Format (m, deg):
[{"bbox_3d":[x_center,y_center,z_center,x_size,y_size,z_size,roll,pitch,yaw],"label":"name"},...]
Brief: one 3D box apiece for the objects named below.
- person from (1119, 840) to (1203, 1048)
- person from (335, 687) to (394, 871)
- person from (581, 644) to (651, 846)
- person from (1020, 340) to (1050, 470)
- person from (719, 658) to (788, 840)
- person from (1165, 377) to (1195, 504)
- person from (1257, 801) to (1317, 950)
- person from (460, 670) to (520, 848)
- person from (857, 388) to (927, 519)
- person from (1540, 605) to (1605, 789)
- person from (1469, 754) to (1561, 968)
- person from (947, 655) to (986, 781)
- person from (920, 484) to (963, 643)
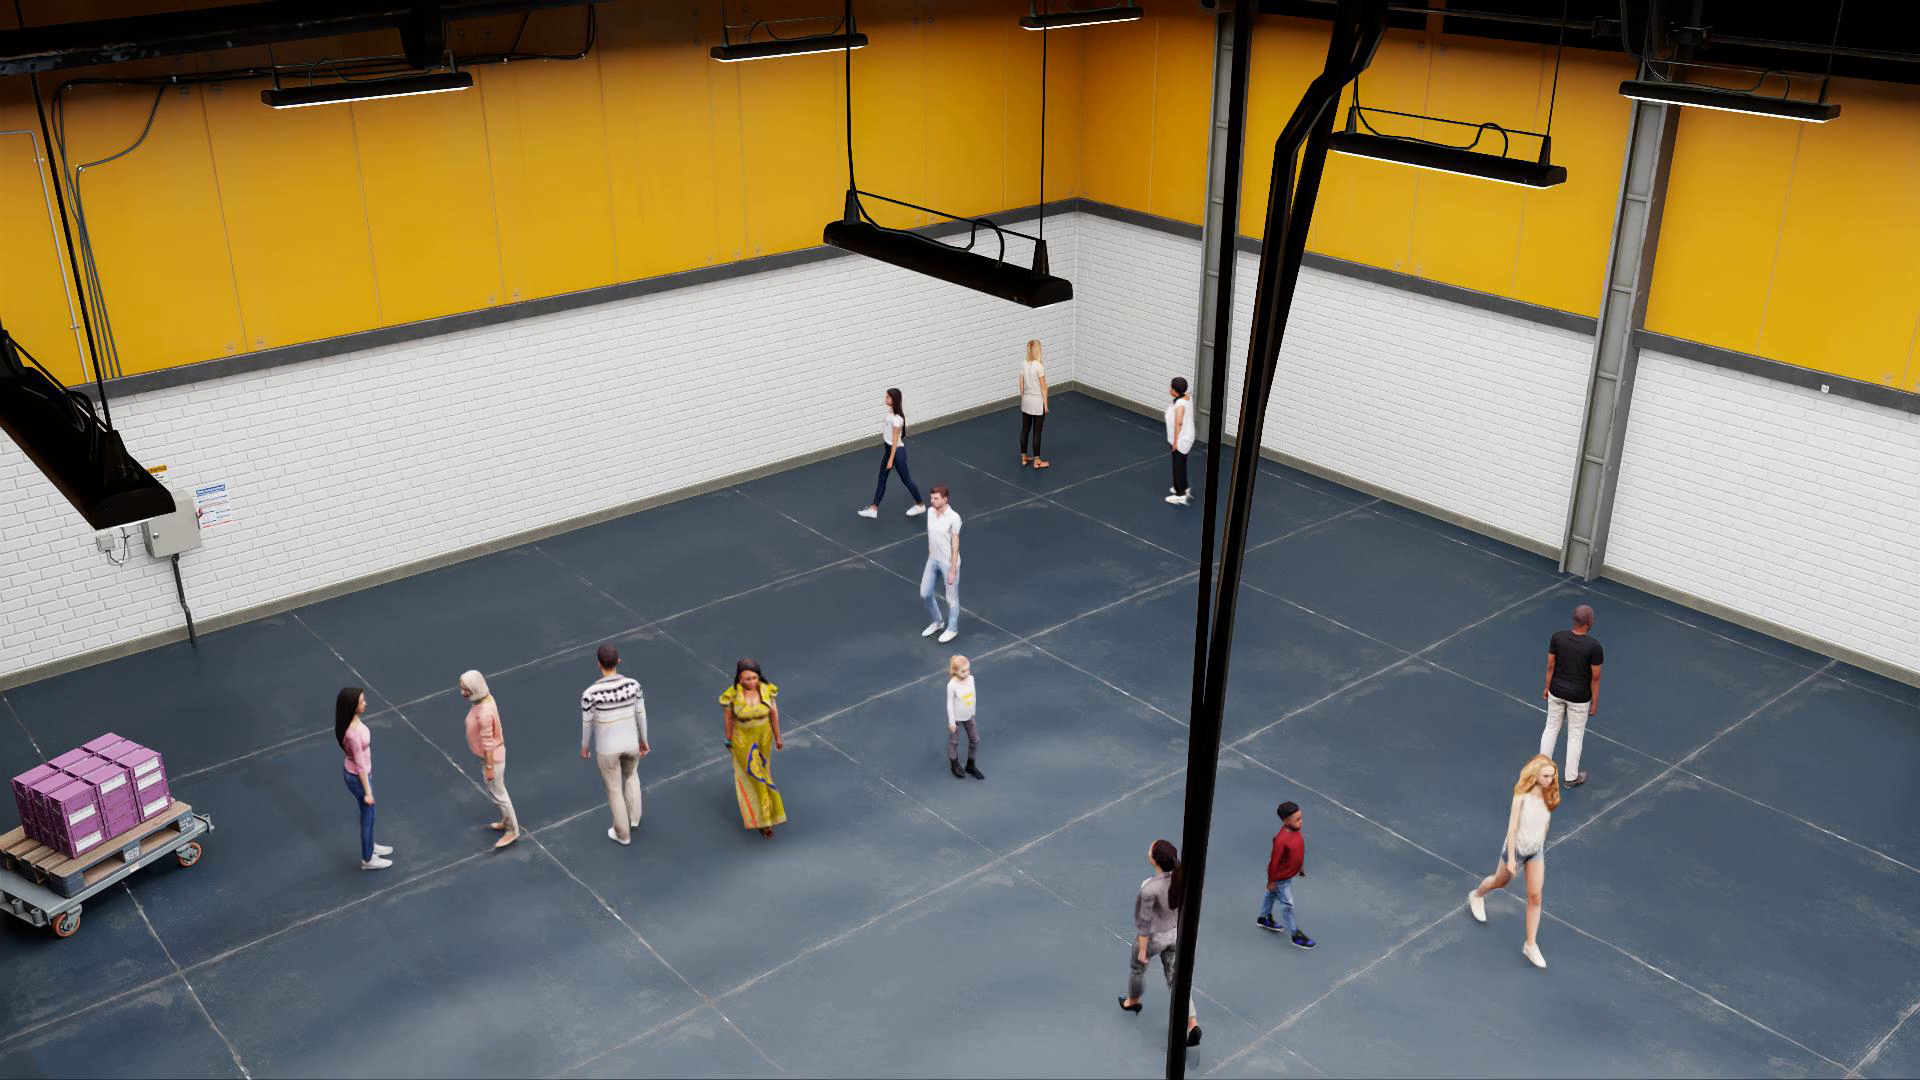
[{"bbox_3d":[1.510,2.959,12.097,0.687,1.644,1.102,-15,28,-31],"label":"person"},{"bbox_3d":[-5.103,2.014,14.139,0.695,1.741,0.558,-9,25,-20],"label":"person"},{"bbox_3d":[-2.945,1.818,14.457,0.738,1.844,0.692,-17,29,-34],"label":"person"},{"bbox_3d":[1.007,-1.884,22.947,0.518,1.827,0.690,19,30,36],"label":"person"},{"bbox_3d":[-1.891,1.761,14.880,0.904,1.610,1.428,-14,27,-28],"label":"person"},{"bbox_3d":[2.884,-1.340,21.887,0.798,1.679,0.771,7,25,16],"label":"person"},{"bbox_3d":[2.534,2.637,13.345,0.836,1.234,0.654,15,28,31],"label":"person"},{"bbox_3d":[-4.092,1.869,14.503,0.799,1.714,0.597,-7,24,-15],"label":"person"},{"bbox_3d":[-0.732,-1.069,21.209,0.971,1.727,1.152,-7,25,-15],"label":"person"},{"bbox_3d":[5.639,1.437,15.380,0.606,1.803,0.768,17,29,34],"label":"person"},{"bbox_3d":[4.388,2.441,13.187,0.914,1.720,1.211,-6,24,-13],"label":"person"},{"bbox_3d":[-0.029,1.631,15.603,0.522,1.269,0.598,-17,29,-33],"label":"person"},{"bbox_3d":[-0.103,0.227,18.105,0.622,1.838,0.772,18,29,35],"label":"person"}]
